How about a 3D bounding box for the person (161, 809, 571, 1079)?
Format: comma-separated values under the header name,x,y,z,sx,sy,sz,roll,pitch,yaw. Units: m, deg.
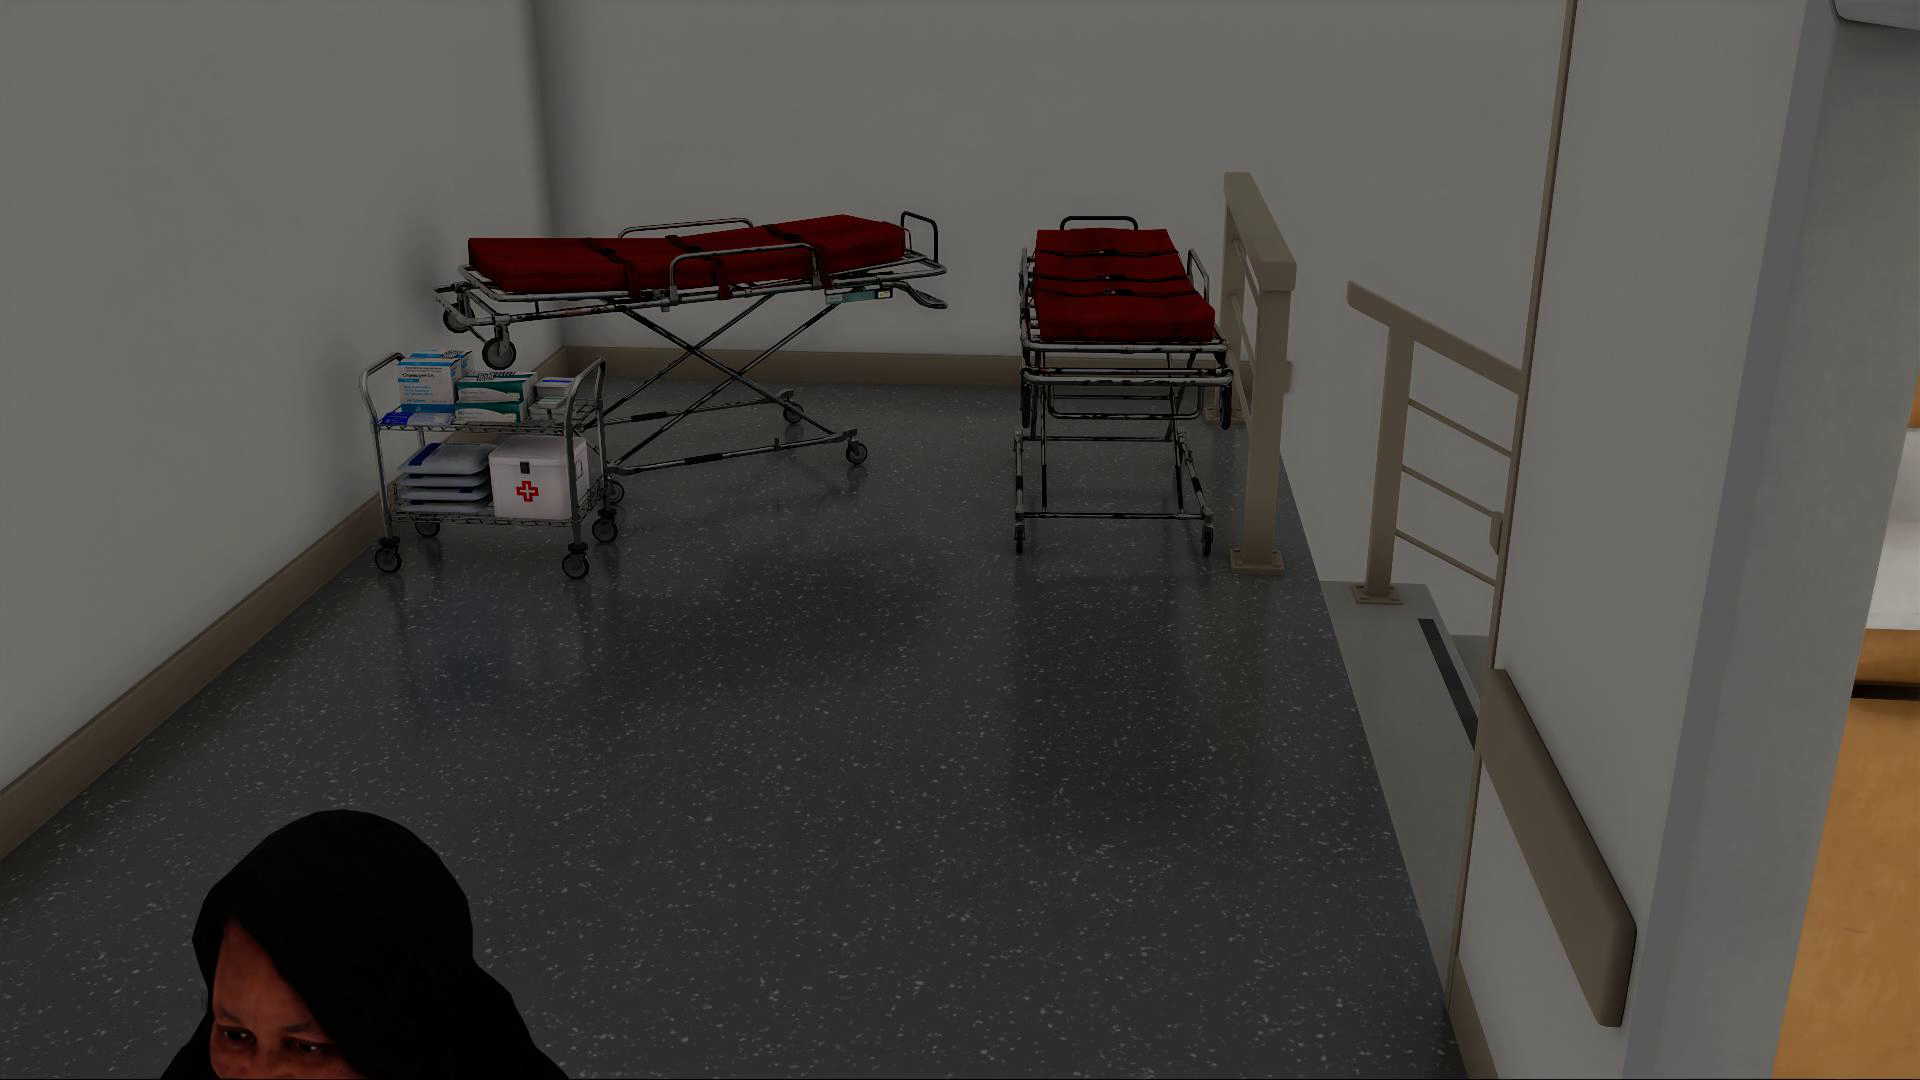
name,x,y,z,sx,sy,sz,roll,pitch,yaw
person,-0.556,0.978,1.727,0.683,1.613,0.667,5,21,13
